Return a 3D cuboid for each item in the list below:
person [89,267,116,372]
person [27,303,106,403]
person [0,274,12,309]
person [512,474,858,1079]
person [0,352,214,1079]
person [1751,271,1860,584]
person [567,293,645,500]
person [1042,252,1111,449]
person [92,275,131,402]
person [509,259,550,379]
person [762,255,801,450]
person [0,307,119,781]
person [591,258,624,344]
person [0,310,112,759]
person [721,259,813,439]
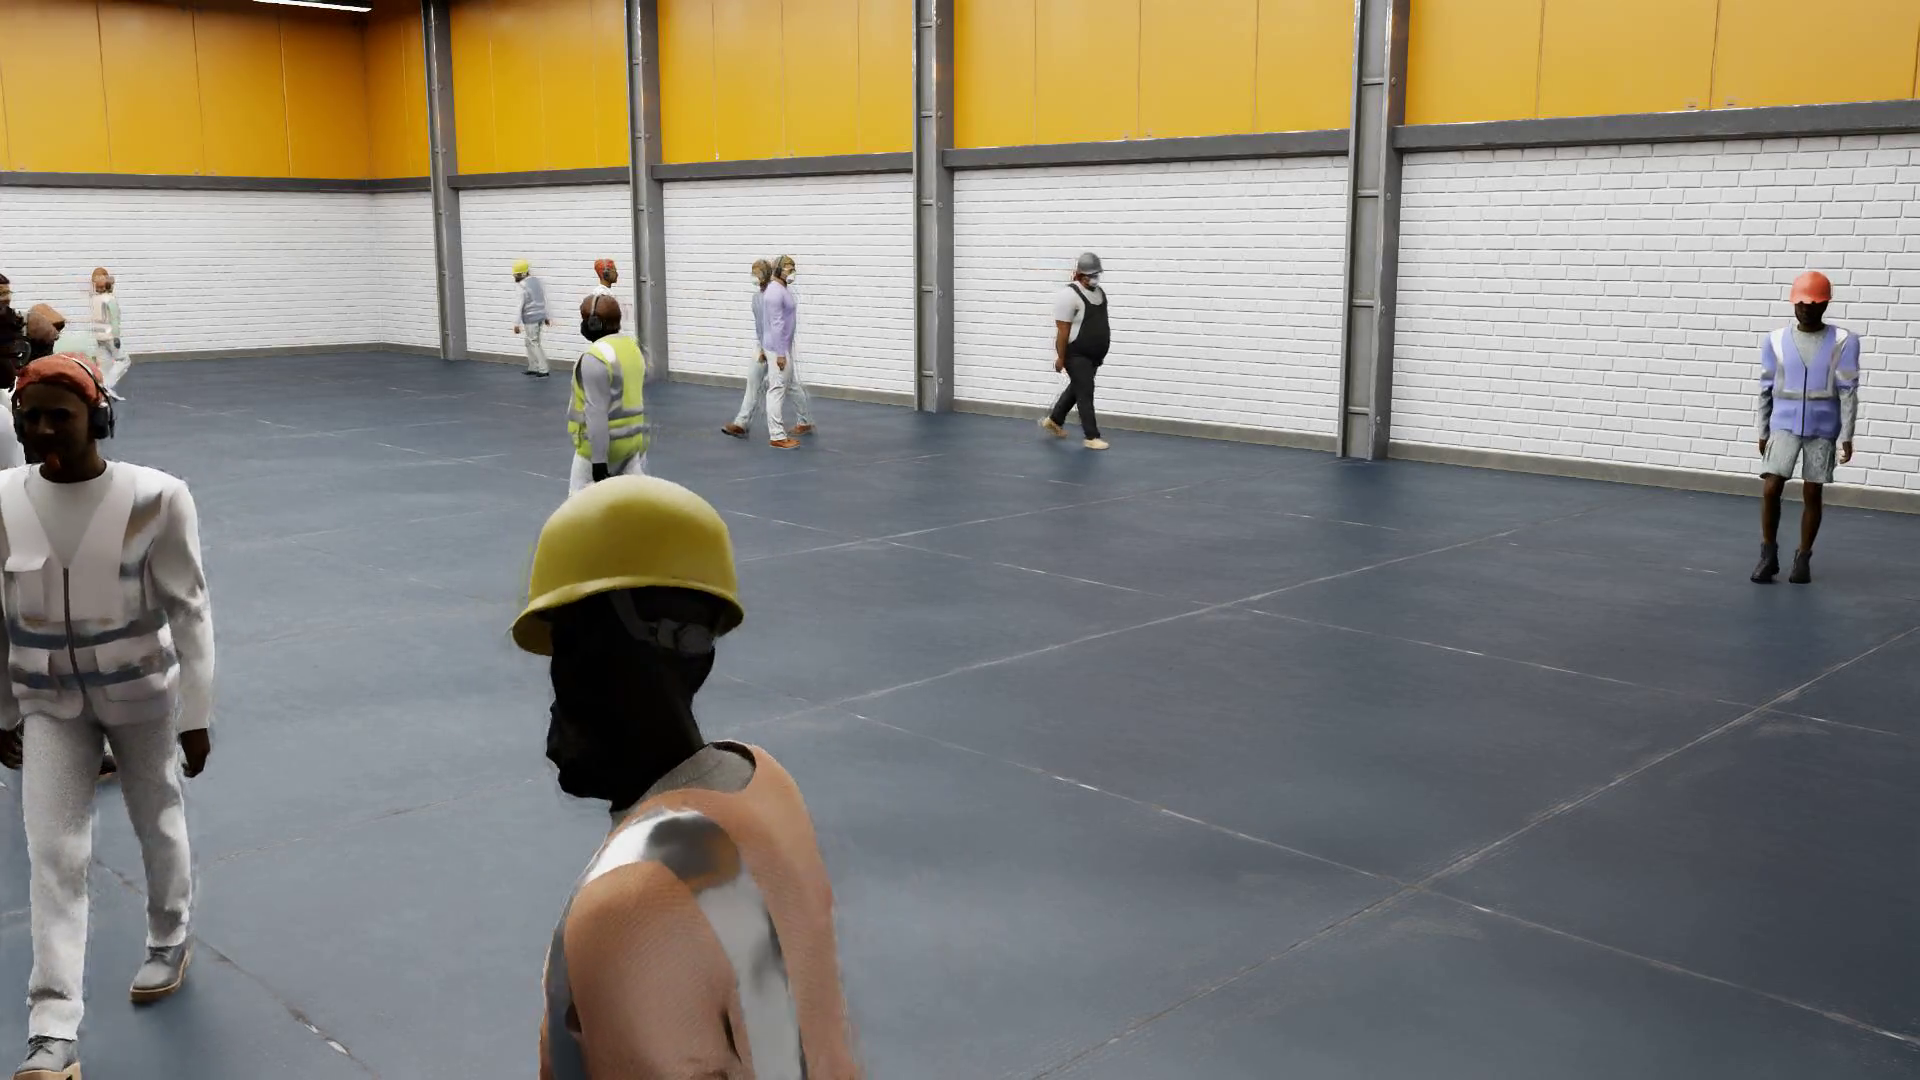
[{"bbox_3d":[-13.321,-3.422,25.910,0.500,1.636,0.283,4,11,23],"label":"person"},{"bbox_3d":[-6.938,-1.031,12.918,0.424,1.605,0.570,6,12,31],"label":"person"},{"bbox_3d":[-6.885,-0.986,11.992,0.335,1.866,0.573,1,10,7],"label":"person"},{"bbox_3d":[-0.224,0.880,1.816,0.548,1.877,0.669,0,10,-2],"label":"person"},{"bbox_3d":[-2.251,0.438,4.327,0.603,1.828,0.972,-2,11,-11],"label":"person"},{"bbox_3d":[5.125,-0.660,10.098,0.565,1.915,0.624,6,12,31],"label":"person"},{"bbox_3d":[-2.018,-0.549,9.801,0.928,1.804,0.635,3,11,15],"label":"person"},{"bbox_3d":[1.148,-1.966,16.865,0.943,2.000,0.742,8,13,36],"label":"person"},{"bbox_3d":[-10.882,-2.575,21.296,0.549,1.623,0.371,8,13,36],"label":"person"},{"bbox_3d":[-6.412,-3.268,24.685,0.617,1.773,0.659,2,11,11],"label":"person"},{"bbox_3d":[-1.790,-1.877,16.670,0.375,1.936,0.627,0,10,0],"label":"person"},{"bbox_3d":[-3.592,0.092,6.042,1.036,1.913,0.591,-10,14,-42],"label":"person"},{"bbox_3d":[-3.782,-2.078,17.903,0.355,1.885,0.575,-3,11,-18],"label":"person"},{"bbox_3d":[-3.707,0.002,6.693,0.619,1.839,0.430,7,13,35],"label":"person"},{"bbox_3d":[-2.011,-1.999,17.498,1.053,1.879,0.638,-9,14,-40],"label":"person"}]
